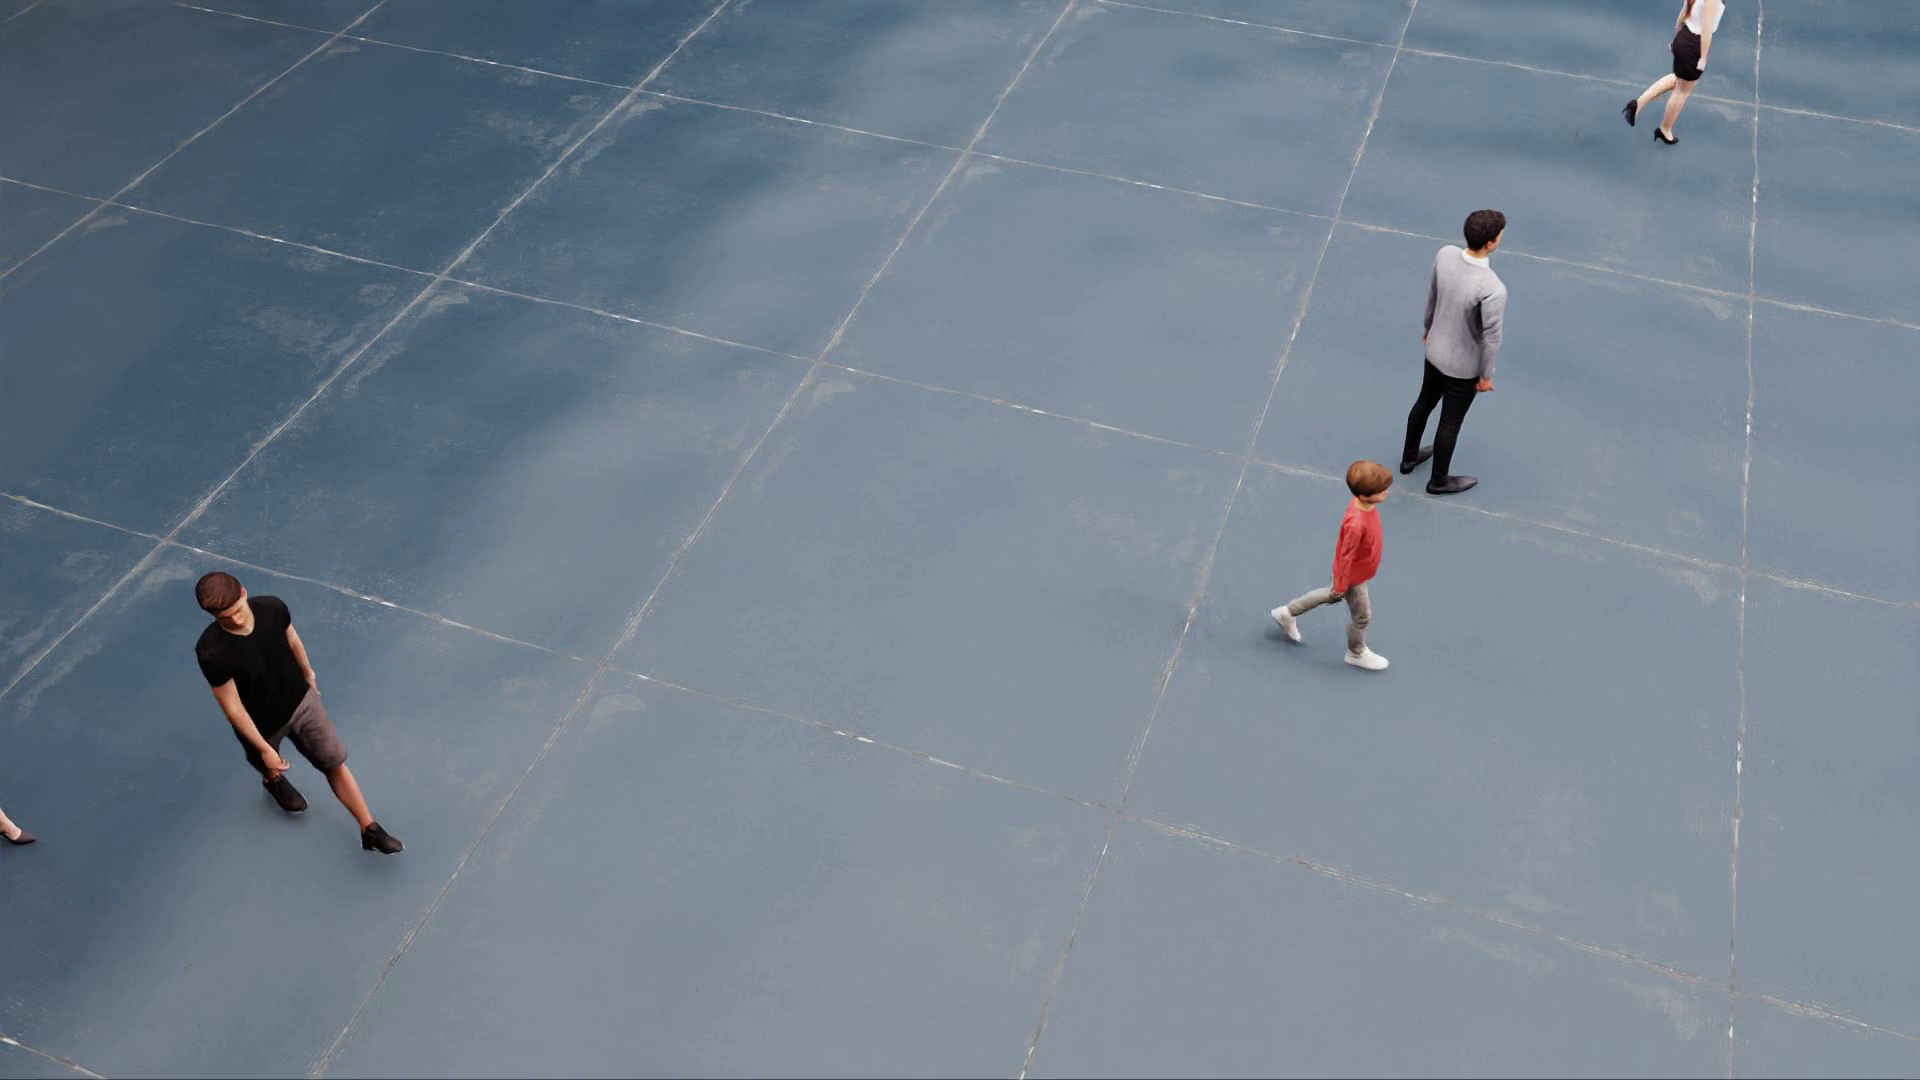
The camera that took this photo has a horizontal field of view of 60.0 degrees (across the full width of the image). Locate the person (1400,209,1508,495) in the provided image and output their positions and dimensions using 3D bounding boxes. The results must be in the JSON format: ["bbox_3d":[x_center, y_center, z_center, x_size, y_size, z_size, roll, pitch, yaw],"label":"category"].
[{"bbox_3d":[2.925,-1.110,9.852,0.894,1.923,0.828,-18,46,-19],"label":"person"}]

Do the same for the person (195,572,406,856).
[{"bbox_3d":[-3.339,0.779,7.922,1.329,1.796,0.920,26,49,25],"label":"person"}]

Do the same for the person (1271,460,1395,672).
[{"bbox_3d":[2.037,0.122,8.917,0.895,1.397,0.517,13,45,14],"label":"person"}]

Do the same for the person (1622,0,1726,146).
[{"bbox_3d":[5.605,-3.813,12.956,0.828,1.637,0.698,0,43,-1],"label":"person"}]
